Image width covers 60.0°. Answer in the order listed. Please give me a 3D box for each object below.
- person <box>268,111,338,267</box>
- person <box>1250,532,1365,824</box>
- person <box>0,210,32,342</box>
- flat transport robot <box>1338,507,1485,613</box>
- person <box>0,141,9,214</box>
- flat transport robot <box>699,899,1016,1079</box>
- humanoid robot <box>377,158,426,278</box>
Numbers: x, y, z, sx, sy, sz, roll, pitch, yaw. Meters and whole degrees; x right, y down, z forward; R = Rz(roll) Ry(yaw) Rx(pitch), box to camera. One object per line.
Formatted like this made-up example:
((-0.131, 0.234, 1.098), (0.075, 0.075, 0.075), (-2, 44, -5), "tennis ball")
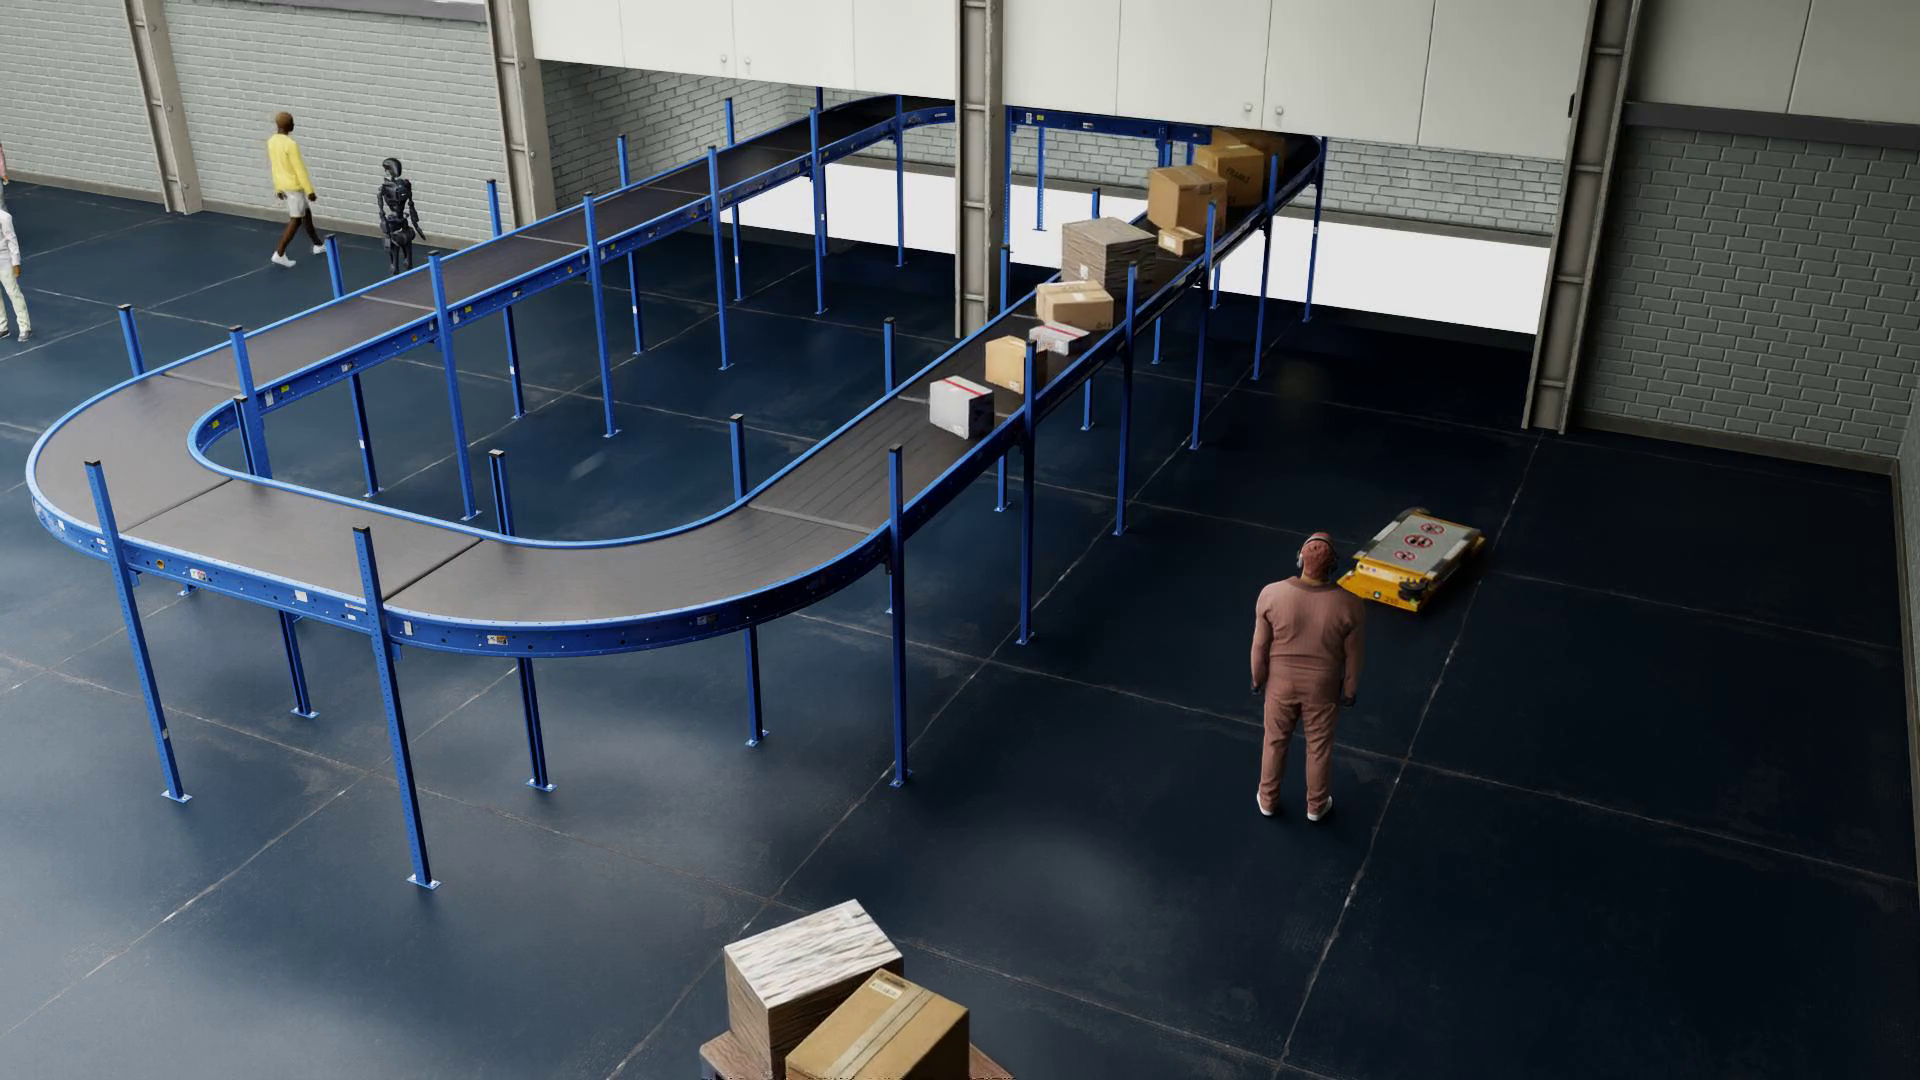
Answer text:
((-8.201, -4.329, 20.424), (0.554, 1.865, 0.939), (22, 34, 37), "person")
((2.065, 0.830, 9.963), (0.653, 1.906, 0.410), (7, 27, 13), "person")
((-10.354, -2.985, 17.819), (0.559, 1.751, 0.324), (1, 26, 2), "person")
((3.600, 0.141, 13.191), (0.659, 0.231, 1.431), (18, 32, 32), "flat transport robot")
((-12.269, -4.579, 20.827), (0.634, 1.939, 0.367), (-13, 29, -24), "person")
((-0.496, 2.761, 7.912), (1.431, 0.231, 0.659), (-21, 34, -36), "flat transport robot")
((-6.400, -3.540, 19.008), (0.315, 1.659, 0.599), (12, 29, 23), "humanoid robot")
